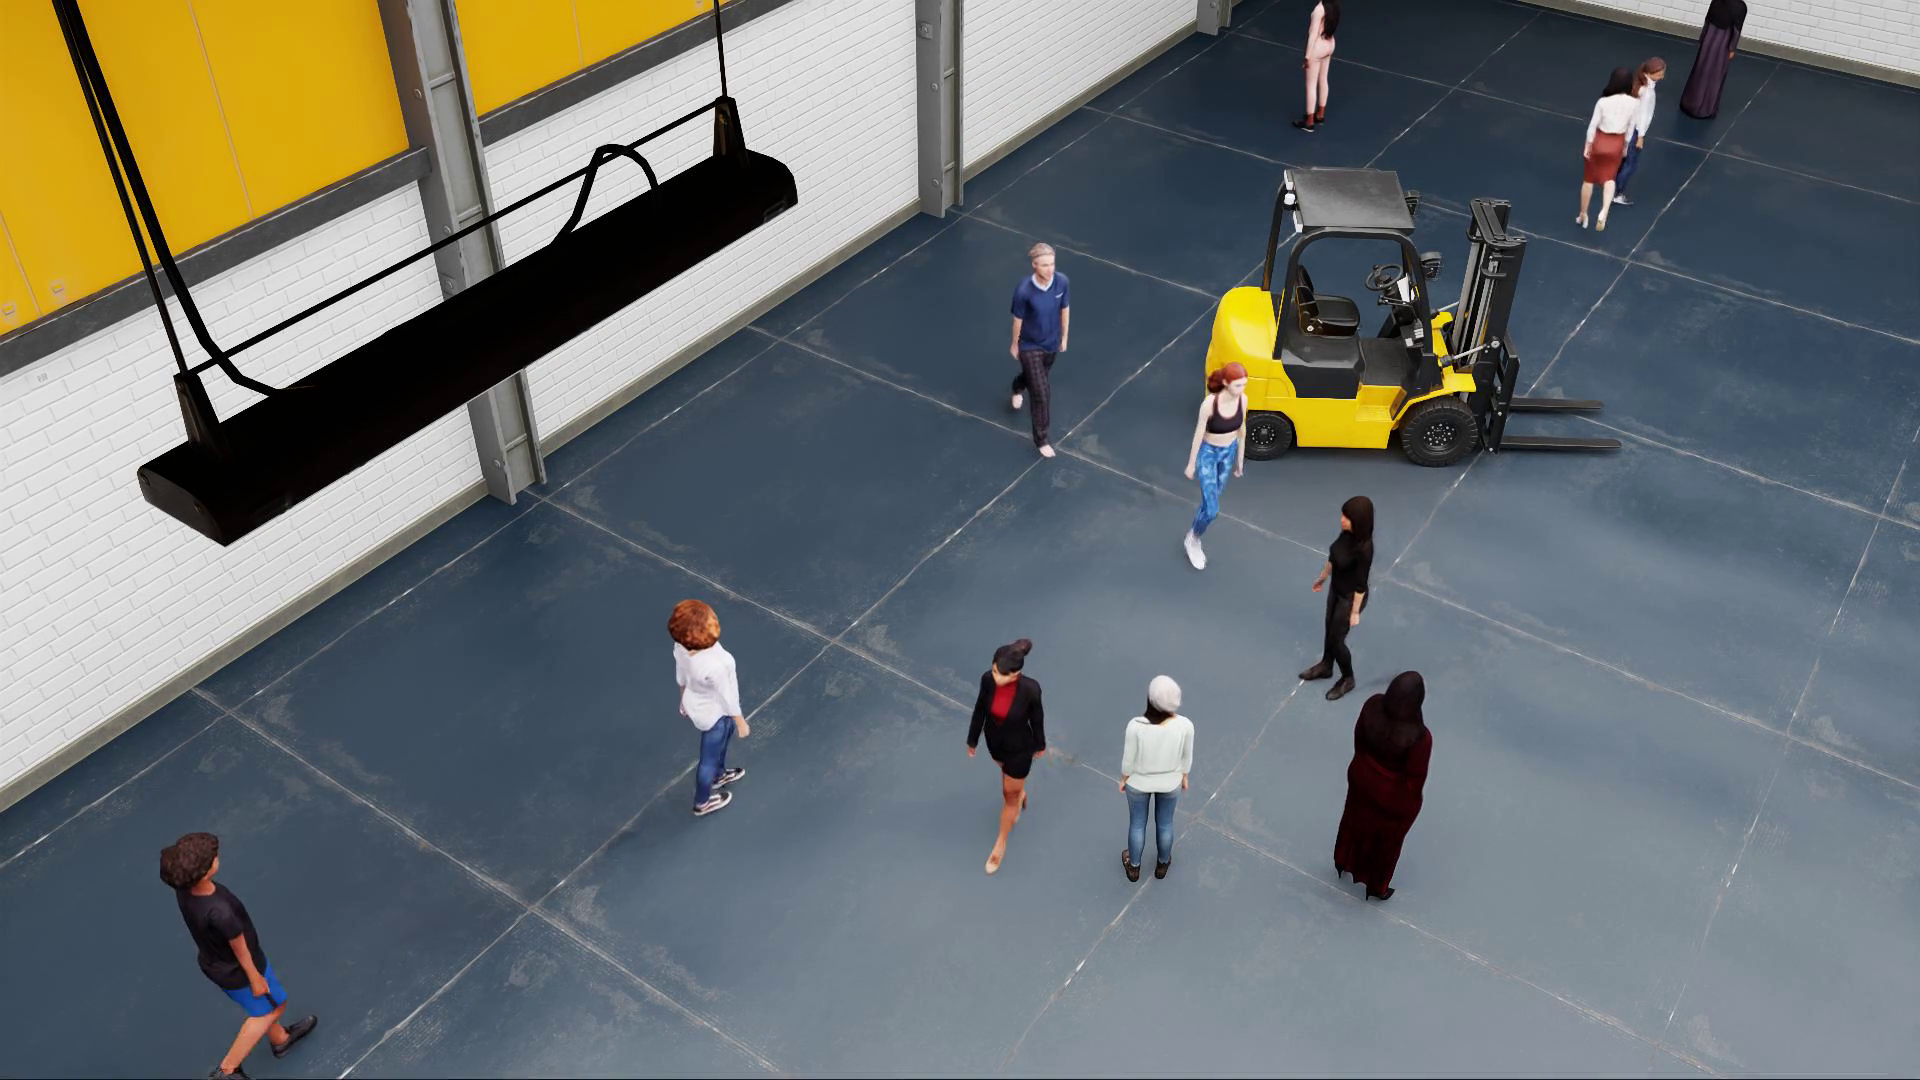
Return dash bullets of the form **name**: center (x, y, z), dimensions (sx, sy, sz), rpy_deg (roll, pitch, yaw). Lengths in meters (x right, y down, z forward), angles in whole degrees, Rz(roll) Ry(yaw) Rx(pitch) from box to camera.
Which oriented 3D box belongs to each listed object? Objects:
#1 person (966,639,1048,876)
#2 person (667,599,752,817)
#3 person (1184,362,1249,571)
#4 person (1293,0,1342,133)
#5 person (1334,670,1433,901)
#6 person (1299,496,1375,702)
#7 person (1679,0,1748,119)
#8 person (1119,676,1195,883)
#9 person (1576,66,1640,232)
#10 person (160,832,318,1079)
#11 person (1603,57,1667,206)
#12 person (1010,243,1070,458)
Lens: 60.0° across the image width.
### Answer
- **person**: center (0.342, 1.225, 10.283), dimensions (0.629, 1.615, 0.894), rpy_deg (19, 43, 23)
- **person**: center (-1.654, 1.091, 10.390), dimensions (0.793, 1.691, 0.756), rpy_deg (-24, 44, -27)
- **person**: center (1.868, -0.616, 12.468), dimensions (0.714, 1.765, 0.785), rpy_deg (-15, 41, -18)
- **person**: center (4.019, -5.438, 18.543), dimensions (0.693, 1.718, 0.484), rpy_deg (29, 47, 31)
- **person**: center (2.520, 1.452, 9.885), dimensions (0.732, 1.757, 0.743), rpy_deg (-24, 44, -27)
- **person**: center (2.679, 0.357, 11.350), dimensions (0.756, 1.639, 0.694), rpy_deg (-5, 39, -7)
- **person**: center (8.581, -5.618, 18.855), dimensions (0.724, 1.611, 0.714), rpy_deg (-24, 45, -27)
- **person**: center (1.171, 1.430, 10.003), dimensions (0.646, 1.645, 0.679), rpy_deg (-2, 39, -2)
- **person**: center (6.422, -3.818, 16.501), dimensions (0.855, 1.736, 0.989), rpy_deg (3, 39, 4)
- **person**: center (-3.916, 2.287, 8.819), dimensions (0.629, 1.782, 0.907), rpy_deg (26, 45, 29)
- **person**: center (6.986, -4.265, 17.208), dimensions (0.795, 1.552, 0.648), rpy_deg (-4, 39, -5)
- **person**: center (0.603, -1.649, 13.712), dimensions (1.231, 1.828, 1.126), rpy_deg (-17, 41, -20)
